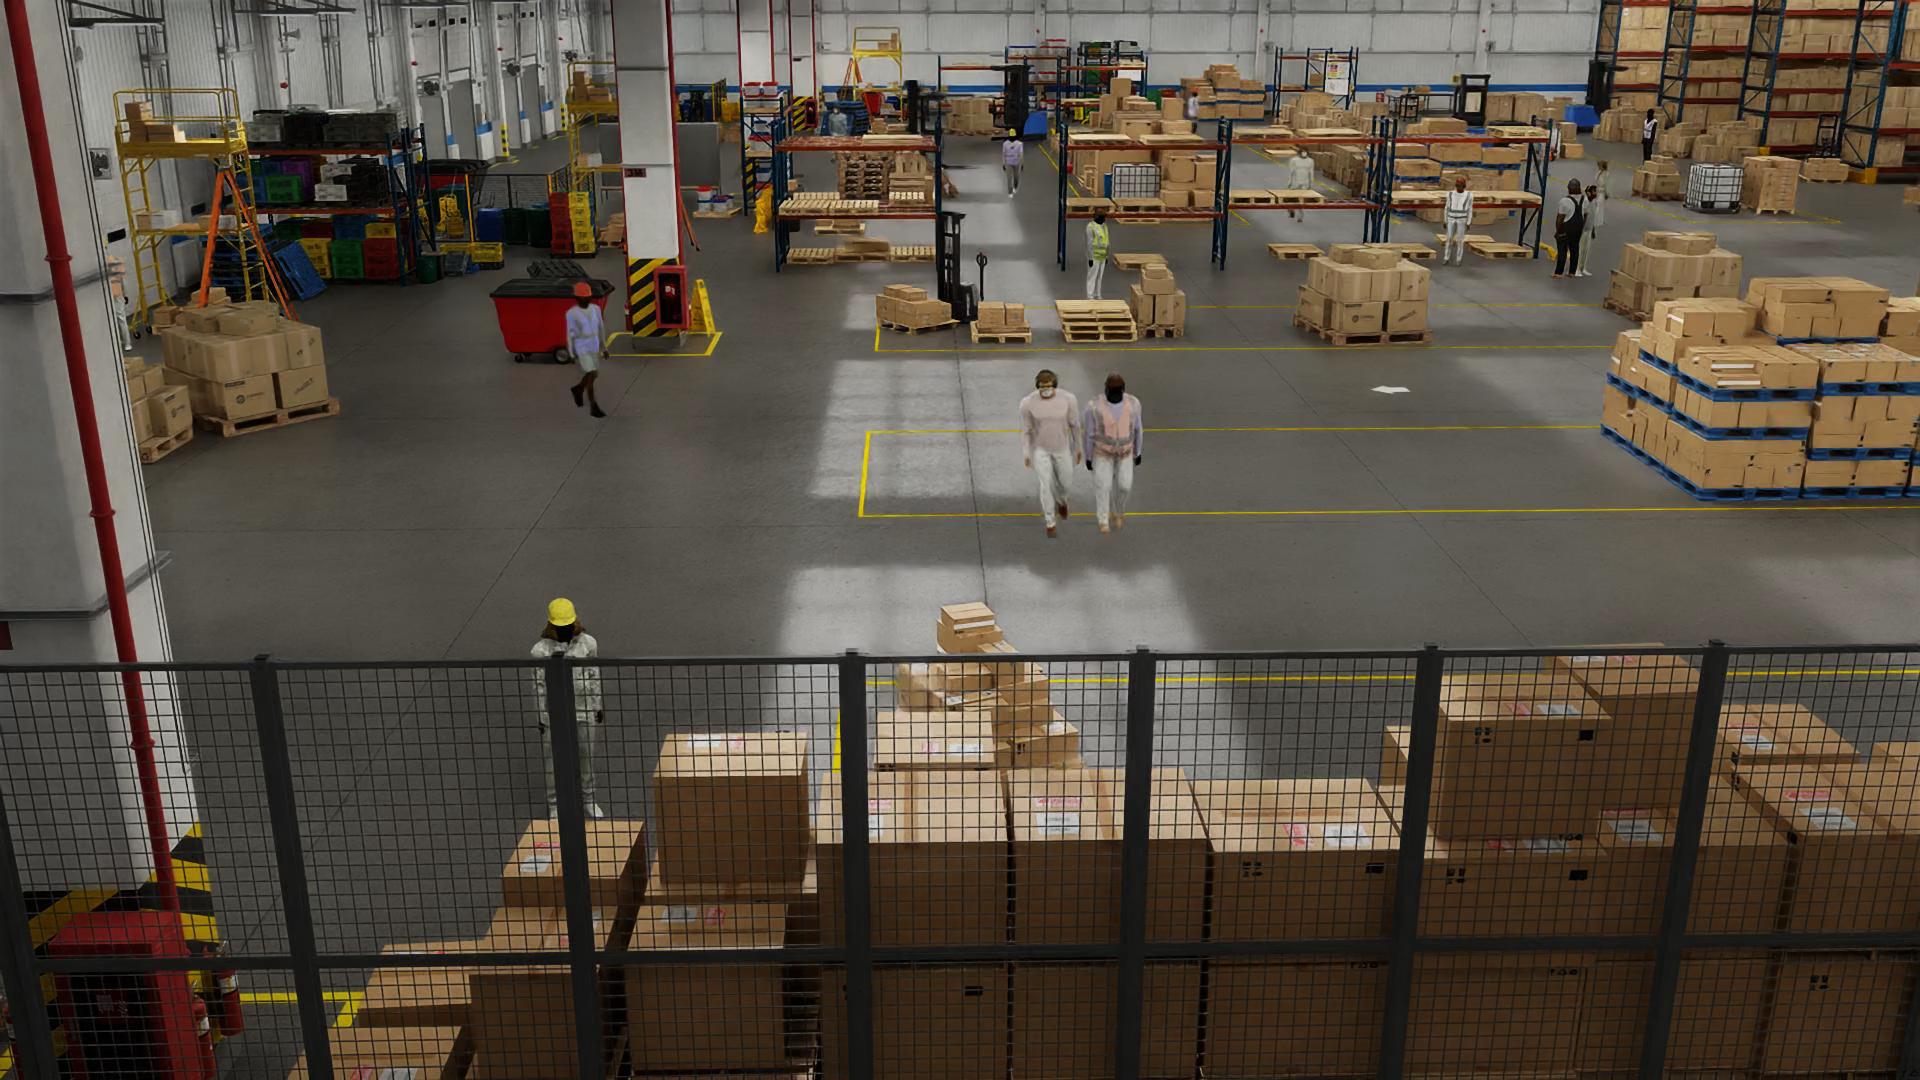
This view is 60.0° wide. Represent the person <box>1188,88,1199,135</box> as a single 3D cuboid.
[{"bbox_3d":[8.926,-16.390,63.986,0.571,1.923,0.554,-7,20,-21],"label":"person"}]

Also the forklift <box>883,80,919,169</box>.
[{"bbox_3d":[-1.527,-13.236,53.138,1.873,2.768,1.129,-1,19,-1],"label":"forklift"}]

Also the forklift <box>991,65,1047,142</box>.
[{"bbox_3d":[2.267,-16.490,62.791,1.873,2.768,1.129,-10,21,-27],"label":"forklift"}]

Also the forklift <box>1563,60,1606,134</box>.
[{"bbox_3d":[25.219,-17.652,66.238,1.873,2.768,1.129,0,19,-1],"label":"forklift"}]

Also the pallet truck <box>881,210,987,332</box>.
[{"bbox_3d":[-0.493,-4.759,29.349,1.885,1.965,0.823,-13,23,-34],"label":"pallet truck"}]

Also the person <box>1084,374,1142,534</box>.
[{"bbox_3d":[1.682,-0.949,18.317,0.663,1.823,0.439,-2,19,-7],"label":"person"}]

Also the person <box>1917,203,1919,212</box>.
[{"bbox_3d":[25.329,-9.316,42.971,0.685,1.940,0.661,17,25,41],"label":"person"}]

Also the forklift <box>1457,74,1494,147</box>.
[{"bbox_3d":[17.489,-14.478,56.822,1.129,2.768,1.873,-1,19,-1],"label":"forklift"}]

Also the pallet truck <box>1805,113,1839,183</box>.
[{"bbox_3d":[26.403,-11.957,50.702,0.823,1.965,1.885,6,19,16],"label":"pallet truck"}]

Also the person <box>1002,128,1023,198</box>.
[{"bbox_3d":[1.492,-10.681,47.058,0.598,1.908,0.632,1,19,2],"label":"person"}]

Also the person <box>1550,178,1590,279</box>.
[{"bbox_3d":[12.478,-6.393,34.130,0.686,2.000,0.538,-6,20,-17],"label":"person"}]

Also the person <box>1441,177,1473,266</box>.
[{"bbox_3d":[10.646,-6.815,35.620,0.572,1.886,0.358,10,21,28],"label":"person"}]

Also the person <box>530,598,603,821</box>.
[{"bbox_3d":[-2.809,1.231,11.970,0.490,1.743,0.324,-10,21,-27],"label":"person"}]

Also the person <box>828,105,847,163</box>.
[{"bbox_3d":[-4.111,-13.591,55.709,0.651,1.885,0.999,2,19,6],"label":"person"}]

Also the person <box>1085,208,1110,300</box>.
[{"bbox_3d":[2.586,-5.297,31.197,0.429,1.838,0.621,12,22,31],"label":"person"}]

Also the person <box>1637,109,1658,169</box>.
[{"bbox_3d":[22.356,-13.009,53.963,0.396,1.911,0.588,-3,19,-9],"label":"person"}]

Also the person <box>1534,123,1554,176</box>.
[{"bbox_3d":[18.418,-12.244,52.168,0.799,1.602,0.514,17,25,41],"label":"person"}]

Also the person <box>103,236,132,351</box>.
[{"bbox_3d":[-13.979,-4.036,27.308,0.588,1.930,0.361,-13,23,-35],"label":"person"}]

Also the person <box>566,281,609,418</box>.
[{"bbox_3d":[-5.300,-2.719,23.444,0.849,1.910,0.547,16,24,39],"label":"person"}]

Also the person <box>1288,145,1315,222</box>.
[{"bbox_3d":[8.638,-9.043,42.172,0.654,1.925,0.547,0,19,1],"label":"person"}]

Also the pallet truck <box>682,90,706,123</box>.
[{"bbox_3d":[-9.671,-15.907,62.421,0.823,1.965,1.885,5,19,15],"label":"pallet truck"}]

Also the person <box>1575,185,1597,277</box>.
[{"bbox_3d":[12.964,-6.391,34.393,0.542,1.871,0.319,-11,22,-30],"label":"person"}]

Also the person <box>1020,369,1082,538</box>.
[{"bbox_3d":[0.998,-0.998,18.338,0.685,1.903,0.644,1,19,2],"label":"person"}]

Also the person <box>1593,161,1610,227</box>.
[{"bbox_3d":[15.858,-8.570,41.239,0.384,1.624,0.521,-3,19,-9],"label":"person"}]
